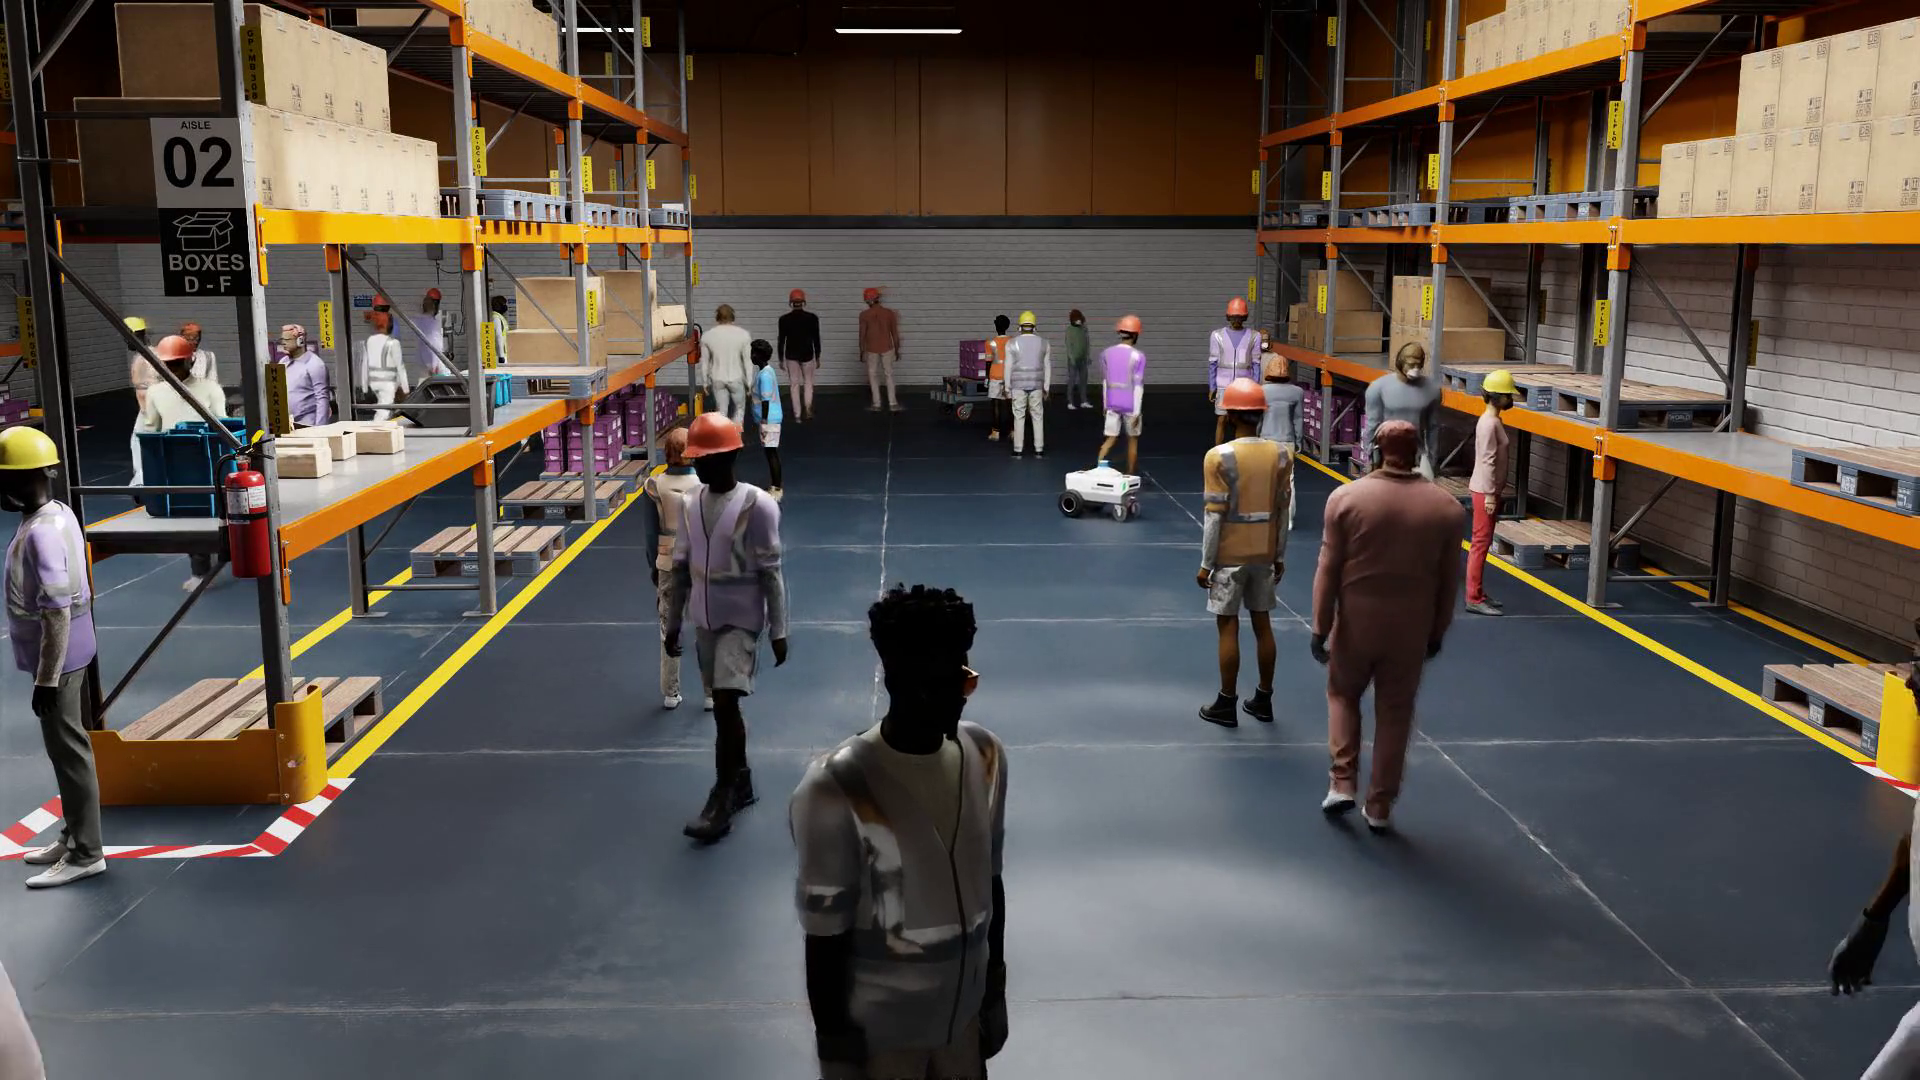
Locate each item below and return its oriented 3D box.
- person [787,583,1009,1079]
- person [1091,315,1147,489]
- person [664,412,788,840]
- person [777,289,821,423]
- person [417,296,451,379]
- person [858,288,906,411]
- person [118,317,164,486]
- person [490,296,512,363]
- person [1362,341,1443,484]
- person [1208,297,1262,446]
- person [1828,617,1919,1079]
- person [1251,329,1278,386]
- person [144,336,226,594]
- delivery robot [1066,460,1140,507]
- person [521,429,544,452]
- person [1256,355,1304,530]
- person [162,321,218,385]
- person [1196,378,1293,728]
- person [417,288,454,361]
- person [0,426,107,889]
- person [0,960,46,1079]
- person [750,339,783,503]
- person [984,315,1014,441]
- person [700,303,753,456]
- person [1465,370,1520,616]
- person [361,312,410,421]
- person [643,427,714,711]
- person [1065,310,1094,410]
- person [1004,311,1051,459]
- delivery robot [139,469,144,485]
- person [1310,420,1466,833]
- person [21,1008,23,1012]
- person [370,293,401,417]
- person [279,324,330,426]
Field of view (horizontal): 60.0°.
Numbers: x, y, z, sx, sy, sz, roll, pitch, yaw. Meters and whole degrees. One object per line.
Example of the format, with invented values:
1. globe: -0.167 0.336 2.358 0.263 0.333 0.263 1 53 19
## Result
1. person: -0.111 1.049 3.748 0.606 1.957 0.380 -10 14 -43
2. person: 1.709 -1.445 17.772 0.548 1.912 0.781 7 12 33
3. person: -1.144 0.390 7.530 0.584 1.911 0.775 6 12 31
4. person: -2.393 -2.726 24.683 0.642 1.982 0.435 -2 10 -12
5. person: -7.575 -2.579 24.143 0.773 1.891 0.640 -8 13 -38
6. person: -1.235 -3.008 26.372 0.774 1.965 0.362 -4 11 -20
7. person: -8.617 -1.403 17.580 0.846 1.877 0.739 -9 13 -40
8. person: -7.192 -2.900 26.061 0.429 1.845 0.621 -3 11 -17
9. person: 3.567 -0.646 13.344 0.721 1.909 0.465 0 10 -3
10. person: 3.185 -1.788 19.308 0.605 2.043 0.379 1 10 8
11. person: 2.302 1.060 4.035 0.808 1.833 0.535 4 11 20
12. person: 3.656 -1.756 20.287 0.500 1.628 0.277 -2 10 -11
13. person: -5.923 -0.559 12.646 0.647 1.968 0.681 1 10 6
14. delivery robot: 1.392 -0.532 16.191 0.707 0.478 0.477 7 12 35
15. person: -5.460 -2.043 21.313 0.625 1.836 0.429 -7 12 -32
16. person: 2.943 -0.897 15.476 0.507 1.632 0.268 -1 10 -4
17. person: -8.290 -1.424 17.841 0.895 1.851 0.603 8 13 39
18. person: 1.559 0.071 9.245 0.553 1.934 0.367 -4 11 -23
19. person: -8.402 -3.062 26.696 0.545 1.938 0.360 -2 10 -11
20. person: -3.824 0.484 6.969 0.369 1.927 0.587 -6 12 -28
21. person: -1.917 1.223 3.078 0.959 1.863 0.638 -4 11 -21
22. person: -1.993 -1.226 17.179 0.323 1.691 0.536 -1 10 -4
23. person: 0.572 -2.189 22.497 0.530 1.697 0.321 -4 11 -20
24. person: -2.876 -1.955 20.563 0.660 1.922 0.542 0 10 -3
25. person: 3.847 -0.343 12.027 0.316 1.766 0.533 3 11 18
26. person: -6.967 -1.857 20.276 0.598 1.828 1.011 6 12 30
27. person: -1.548 0.174 9.504 0.513 1.638 0.307 2 10 8
28. person: 1.901 -2.896 26.696 0.555 1.599 0.323 -8 13 -39
29. person: 0.830 -1.914 20.593 0.600 1.829 0.404 -2 10 -9
30. delivery robot: -7.837 -0.591 16.518 0.707 0.478 0.477 8 13 39
31. person: 1.936 0.394 7.607 0.678 1.877 0.474 1 10 3
32. person: -3.478 0.763 5.639 0.345 1.847 0.504 -7 12 -34
33. person: -8.337 -2.597 24.102 0.367 1.939 0.554 -9 14 -43
34. person: -6.252 -1.087 15.776 0.642 1.909 0.399 6 12 32
